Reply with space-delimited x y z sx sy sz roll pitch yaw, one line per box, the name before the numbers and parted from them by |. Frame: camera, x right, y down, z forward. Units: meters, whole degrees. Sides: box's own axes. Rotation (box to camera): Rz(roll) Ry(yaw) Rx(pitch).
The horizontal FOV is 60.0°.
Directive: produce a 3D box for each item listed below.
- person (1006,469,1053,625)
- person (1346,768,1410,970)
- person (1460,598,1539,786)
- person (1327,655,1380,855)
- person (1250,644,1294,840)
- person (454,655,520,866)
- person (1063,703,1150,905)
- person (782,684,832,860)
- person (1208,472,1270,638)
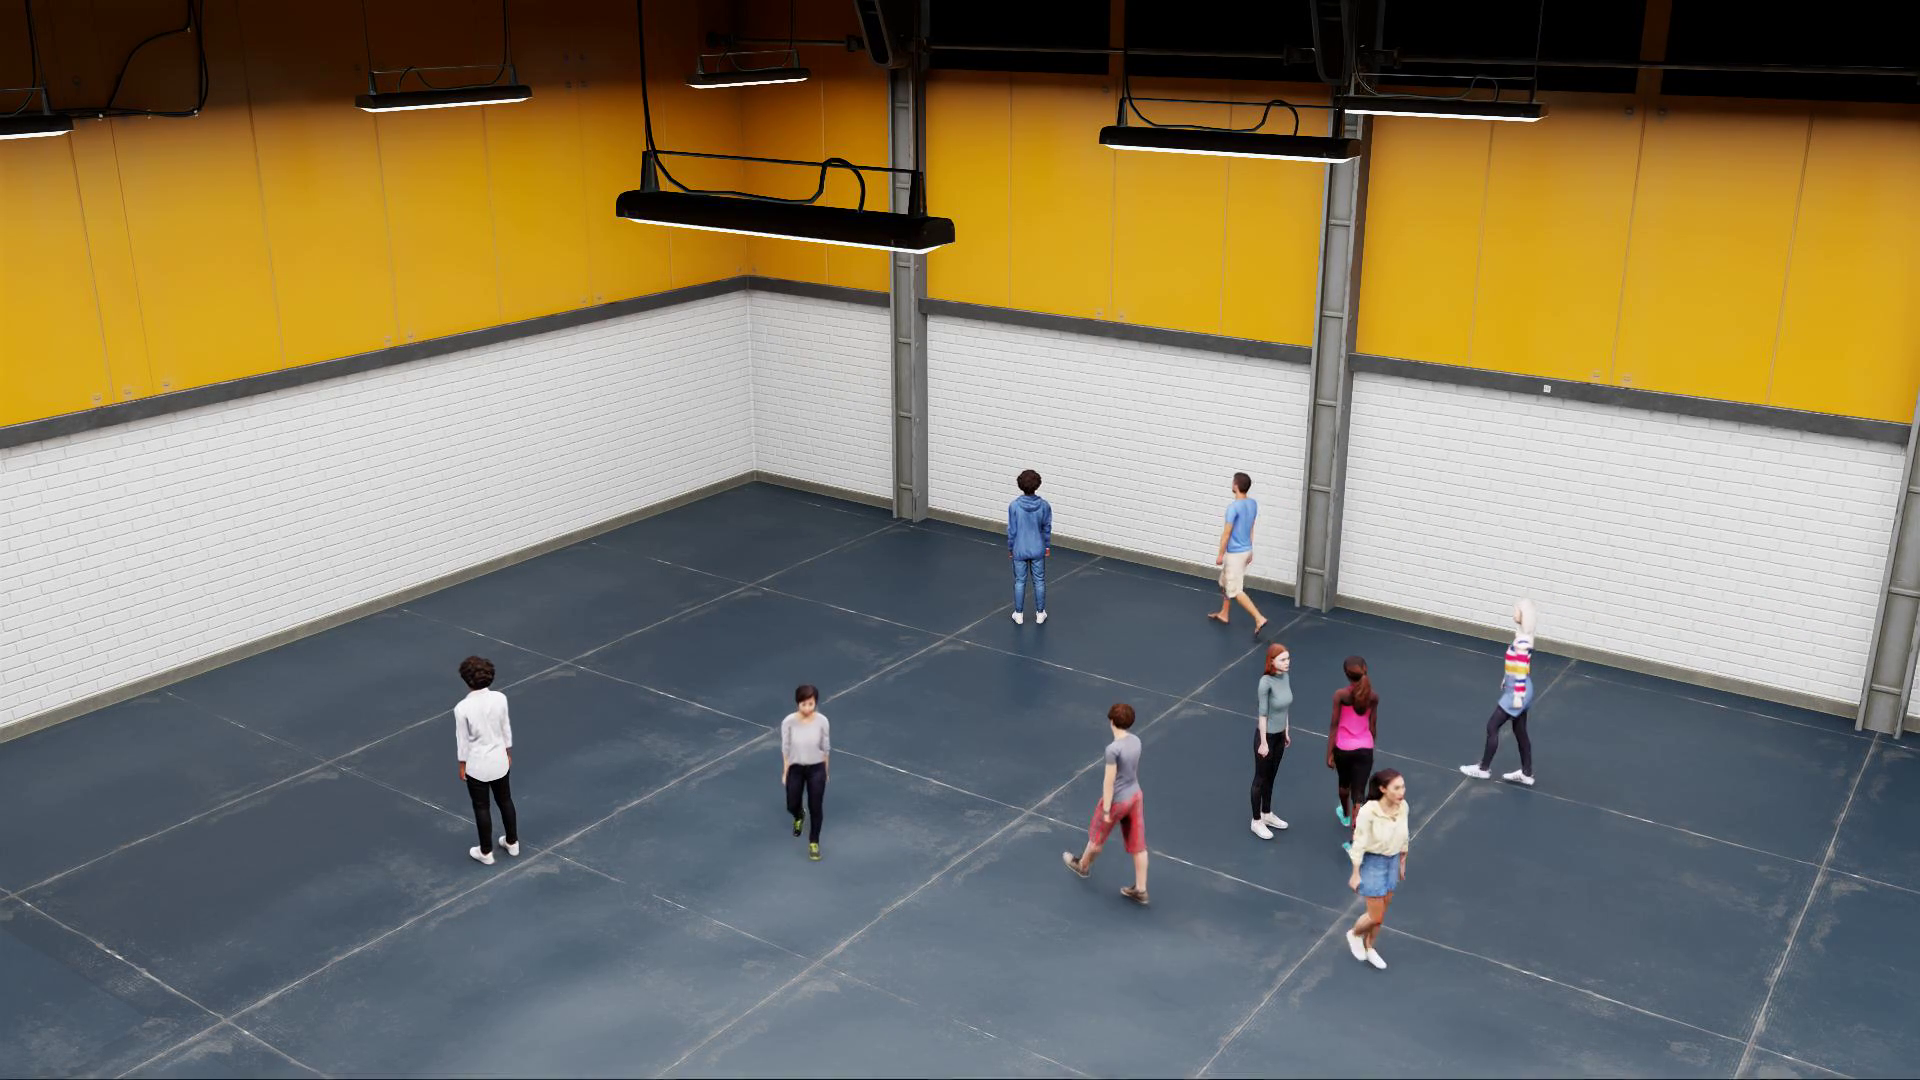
person | 0.787 0.074 19.065 0.714 1.808 0.816 0 19 -1
person | 3.072 2.421 12.396 0.758 1.618 0.775 -9 21 -25
person | 5.165 1.407 15.142 0.952 1.785 0.779 8 20 22
person | 3.336 1.845 14.016 1.135 1.674 0.981 2 19 7
person | 2.679 1.706 14.320 0.582 1.743 0.605 17 25 41
person | -3.945 1.825 13.871 0.671 1.805 0.628 -16 24 -39
person | 1.364 2.135 13.261 0.785 1.606 1.148 -15 24 -38
person | -1.301 1.906 14.042 0.790 1.543 0.841 -2 19 -5
person | 3.184 0.182 18.706 1.178 1.833 0.738 16 25 40
